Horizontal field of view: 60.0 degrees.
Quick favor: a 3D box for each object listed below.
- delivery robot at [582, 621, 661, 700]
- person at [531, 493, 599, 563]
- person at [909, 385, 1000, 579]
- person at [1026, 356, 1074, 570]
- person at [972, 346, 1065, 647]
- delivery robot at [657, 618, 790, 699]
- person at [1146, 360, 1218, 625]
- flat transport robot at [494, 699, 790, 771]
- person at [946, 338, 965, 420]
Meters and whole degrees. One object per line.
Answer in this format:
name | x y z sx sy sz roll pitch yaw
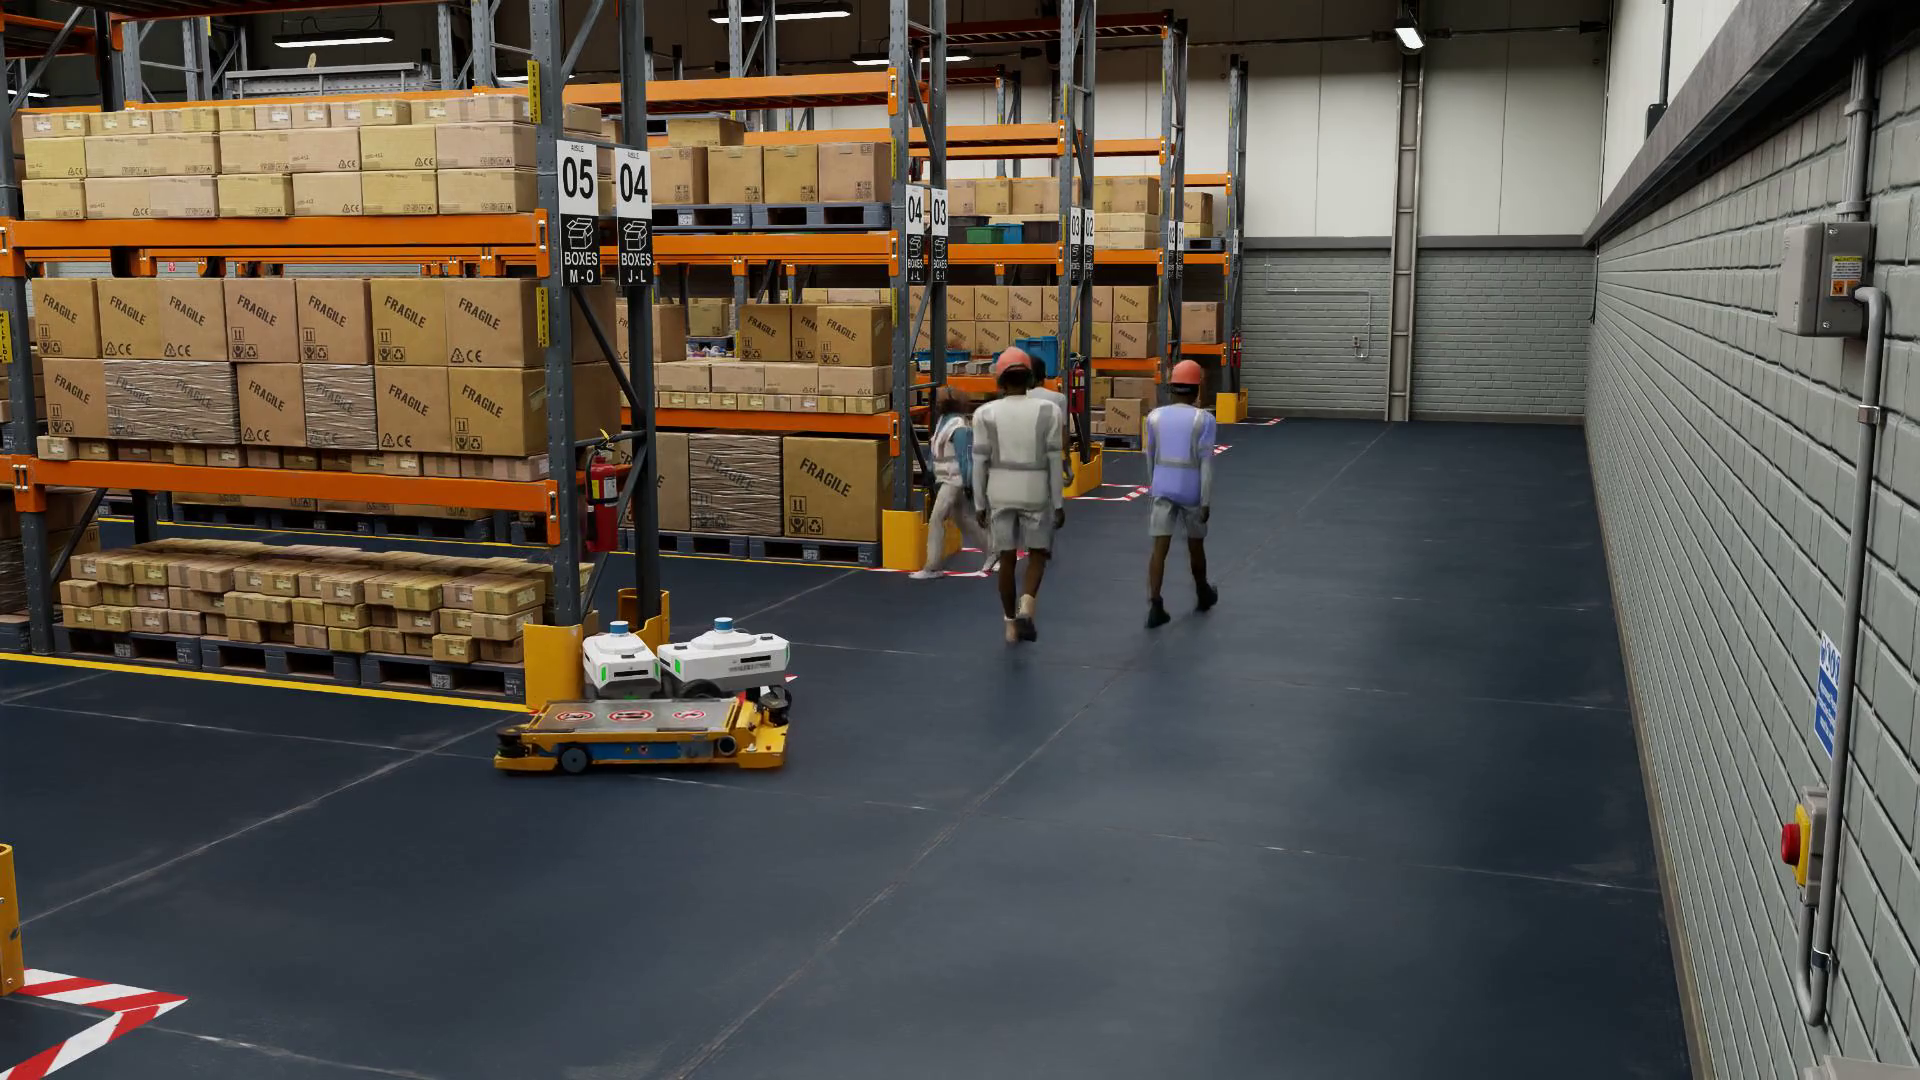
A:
delivery robot | -1.899 0.697 9.302 0.477 0.478 0.707 -3 10 -20
person | -2.775 -0.289 11.597 0.642 1.888 0.654 5 10 28
person | -0.008 -0.483 13.688 0.805 1.605 0.503 -2 9 -13
person | 0.684 -0.659 14.196 0.569 1.815 0.973 0 9 1
person | 0.391 -0.277 11.109 0.634 2.021 0.501 1 9 6
delivery robot | -1.329 0.682 9.395 0.707 0.478 0.477 -5 10 -29
person | 1.608 -0.356 12.050 0.552 1.886 0.996 4 10 26
flat transport robot | -1.617 0.997 8.603 1.431 0.197 0.652 0 9 -2
person | -0.119 -1.974 22.932 0.485 1.613 0.538 1 9 7
